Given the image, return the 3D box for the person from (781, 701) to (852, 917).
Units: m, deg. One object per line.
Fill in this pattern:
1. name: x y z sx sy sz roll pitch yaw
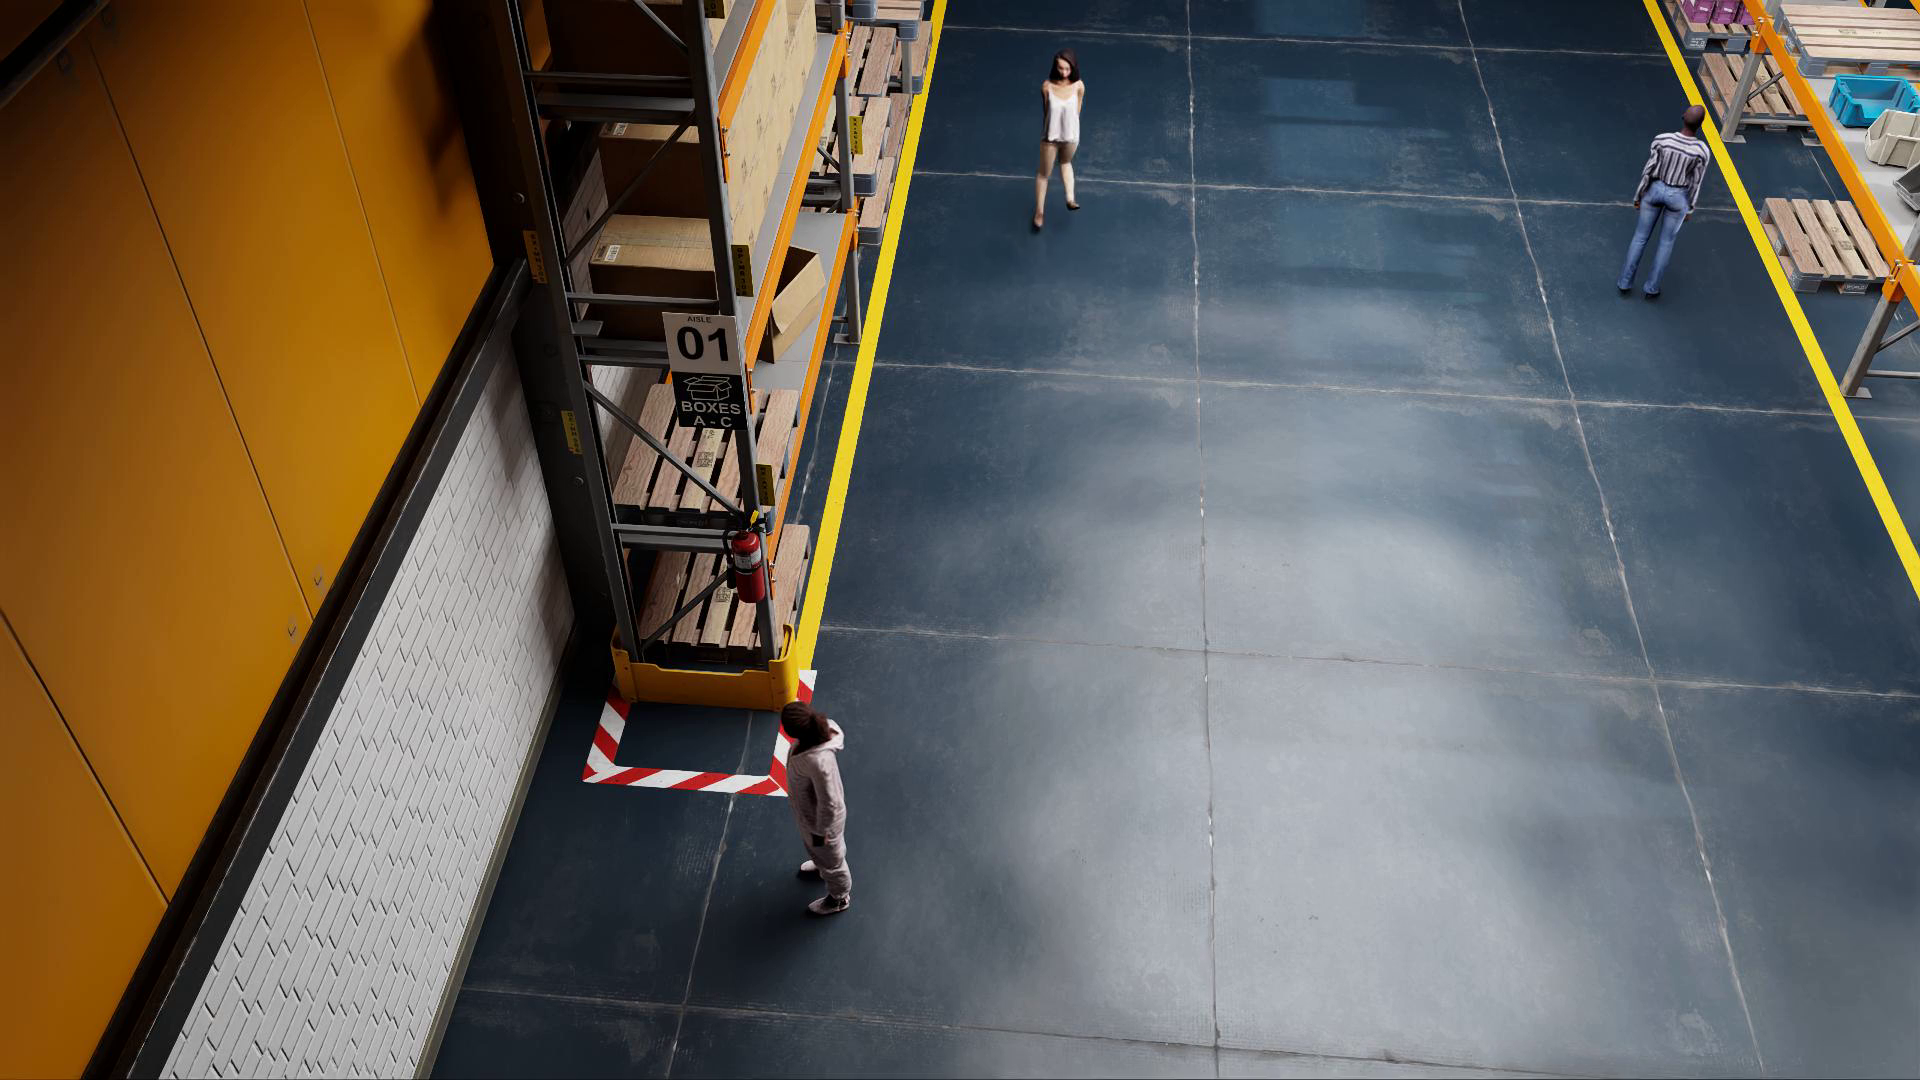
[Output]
1. person: -0.780 1.493 9.414 0.760 1.689 0.603 -8 44 -8

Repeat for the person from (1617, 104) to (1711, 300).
1. person: 5.874 -2.807 13.849 0.706 1.795 0.686 22 48 22

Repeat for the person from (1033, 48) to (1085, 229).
1. person: 0.886 -3.511 14.696 0.722 1.647 0.609 3 44 3
